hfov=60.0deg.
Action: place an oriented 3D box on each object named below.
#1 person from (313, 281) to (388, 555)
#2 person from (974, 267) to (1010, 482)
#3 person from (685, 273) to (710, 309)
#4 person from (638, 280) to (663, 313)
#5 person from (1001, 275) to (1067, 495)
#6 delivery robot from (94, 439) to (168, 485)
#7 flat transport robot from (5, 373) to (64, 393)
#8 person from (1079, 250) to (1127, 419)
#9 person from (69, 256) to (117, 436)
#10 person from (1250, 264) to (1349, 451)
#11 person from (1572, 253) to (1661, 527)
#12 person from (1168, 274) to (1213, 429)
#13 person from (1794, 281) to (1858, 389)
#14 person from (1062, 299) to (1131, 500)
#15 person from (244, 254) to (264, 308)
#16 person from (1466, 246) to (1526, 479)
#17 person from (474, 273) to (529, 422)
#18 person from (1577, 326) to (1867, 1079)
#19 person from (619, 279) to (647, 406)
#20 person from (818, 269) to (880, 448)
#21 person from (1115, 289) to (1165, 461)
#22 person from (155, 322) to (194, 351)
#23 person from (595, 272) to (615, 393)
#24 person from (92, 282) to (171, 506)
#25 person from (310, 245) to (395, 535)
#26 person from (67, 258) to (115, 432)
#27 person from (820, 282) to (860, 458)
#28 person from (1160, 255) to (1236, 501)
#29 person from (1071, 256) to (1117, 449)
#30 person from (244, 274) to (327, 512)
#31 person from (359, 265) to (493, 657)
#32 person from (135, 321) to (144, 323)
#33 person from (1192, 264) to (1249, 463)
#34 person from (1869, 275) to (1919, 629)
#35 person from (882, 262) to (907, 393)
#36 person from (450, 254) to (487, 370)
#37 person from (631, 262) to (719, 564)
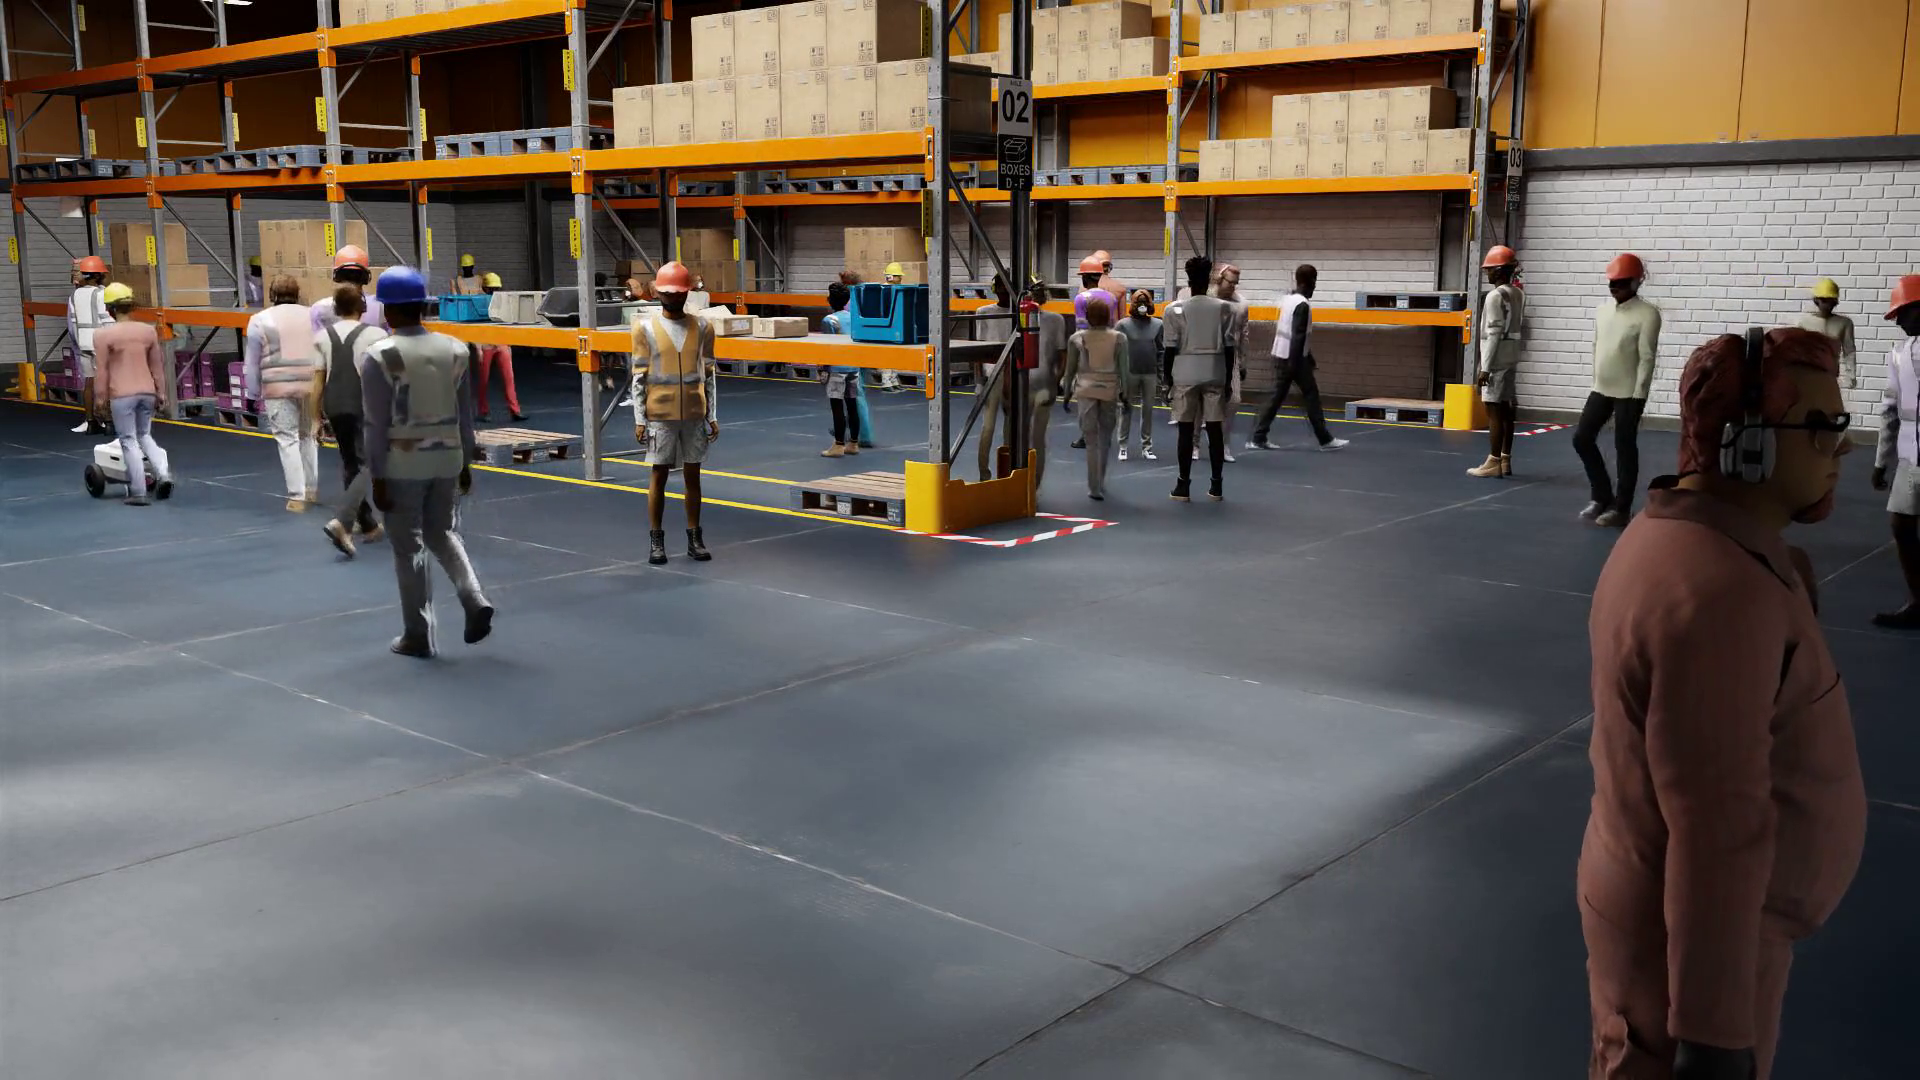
[{"bbox_3d":[-4.061,-0.818,11.113,0.535,1.817,0.882,1,10,6],"label":"person"},{"bbox_3d":[0.357,-1.291,13.641,0.518,1.865,0.327,-4,11,-24],"label":"person"},{"bbox_3d":[-4.091,-3.321,25.847,0.500,1.634,0.281,-8,13,-38],"label":"person"},{"bbox_3d":[-3.601,-2.285,19.934,0.522,1.638,0.310,-4,11,-20],"label":"person"},{"bbox_3d":[0.577,-1.159,13.012,0.526,1.817,0.643,3,10,15],"label":"person"},{"bbox_3d":[-6.721,-0.656,13.478,0.707,0.478,0.477,9,13,42],"label":"delivery robot"},{"bbox_3d":[-12.705,-2.219,23.448,0.652,0.197,1.431,1,10,4],"label":"flat transport robot"},{"bbox_3d":[1.671,-2.404,19.600,0.611,1.995,0.377,-3,10,-16],"label":"person"},{"bbox_3d":[-9.311,-2.090,17.970,0.545,1.939,0.374,4,11,23],"label":"person"},{"bbox_3d":[3.369,-1.811,16.628,0.966,1.862,0.589,-1,10,-6],"label":"person"},{"bbox_3d":[4.737,-1.073,12.032,0.496,1.979,0.629,-4,11,-23],"label":"person"},{"bbox_3d":[2.633,-2.187,18.695,0.658,1.880,0.567,-6,11,-30],"label":"person"},{"bbox_3d":[8.016,-1.535,15.449,0.538,1.716,0.955,1,10,3],"label":"person"},{"bbox_3d":[1.091,-1.162,13.615,0.541,1.599,0.807,-2,10,-9],"label":"person"},{"bbox_3d":[-11.429,-3.686,27.111,0.423,1.920,0.606,3,10,16],"label":"person"},{"bbox_3d":[4.726,-1.563,14.676,0.374,2.040,0.615,8,13,38],"label":"person"},{"bbox_3d":[-5.358,-2.204,19.219,0.545,1.726,0.852,-10,14,-43],"label":"person"},{"bbox_3d":[1.170,0.626,2.596,0.399,1.909,0.642,3,10,16],"label":"person"},{"bbox_3d":[-4.150,-2.513,21.248,0.501,1.632,0.280,5,11,25],"label":"person"},{"bbox_3d":[-1.161,-1.860,17.048,0.594,1.797,0.938,-9,14,-43],"label":"person"},{"bbox_3d":[1.716,-1.570,15.875,0.506,1.632,0.268,-2,10,-9],"label":"person"},{"bbox_3d":[-11.275,-3.000,23.891,0.495,1.673,0.898,-1,10,-3],"label":"person"},{"bbox_3d":[-5.042,-2.919,23.391,0.550,1.675,0.563,0,10,-3],"label":"person"},{"bbox_3d":[-6.524,-1.135,13.052,0.372,1.752,0.535,5,11,28],"label":"person"},{"bbox_3d":[-4.263,-1.057,11.790,0.612,2.041,0.394,-6,12,-31],"label":"person"},{"bbox_3d":[-9.524,-2.115,18.202,0.639,1.911,0.406,6,11,30],"label":"person"},{"bbox_3d":[-1.159,-1.643,16.114,0.319,1.696,0.532,6,12,33],"label":"person"},{"bbox_3d":[1.903,-1.284,13.312,0.607,1.962,0.373,-1,10,-5],"label":"person"},{"bbox_3d":[1.323,-1.888,16.827,0.552,1.934,0.373,-9,14,-42],"label":"person"},{"bbox_3d":[-5.229,-1.138,12.908,0.631,1.820,0.700,-9,13,-41],"label":"person"},{"bbox_3d":[-2.626,-0.368,8.157,0.531,1.936,0.616,8,13,38],"label":"person"},{"bbox_3d":[-13.266,-3.546,26.608,0.618,1.812,0.484,5,11,26],"label":"person"},{"bbox_3d":[2.377,-1.662,15.744,0.789,1.864,0.632,-2,10,-9],"label":"person"},{"bbox_3d":[5.148,-0.425,8.685,0.485,1.892,0.672,-5,11,-25],"label":"person"},{"bbox_3d":[-0.939,-2.963,23.281,0.403,1.823,0.580,3,11,19],"label":"person"},{"bbox_3d":[-7.709,-3.527,26.192,0.595,1.923,0.372,-2,10,-14],"label":"person"},{"bbox_3d":[-1.819,-0.811,10.699,0.552,1.934,0.363,-4,11,-22],"label":"person"}]
